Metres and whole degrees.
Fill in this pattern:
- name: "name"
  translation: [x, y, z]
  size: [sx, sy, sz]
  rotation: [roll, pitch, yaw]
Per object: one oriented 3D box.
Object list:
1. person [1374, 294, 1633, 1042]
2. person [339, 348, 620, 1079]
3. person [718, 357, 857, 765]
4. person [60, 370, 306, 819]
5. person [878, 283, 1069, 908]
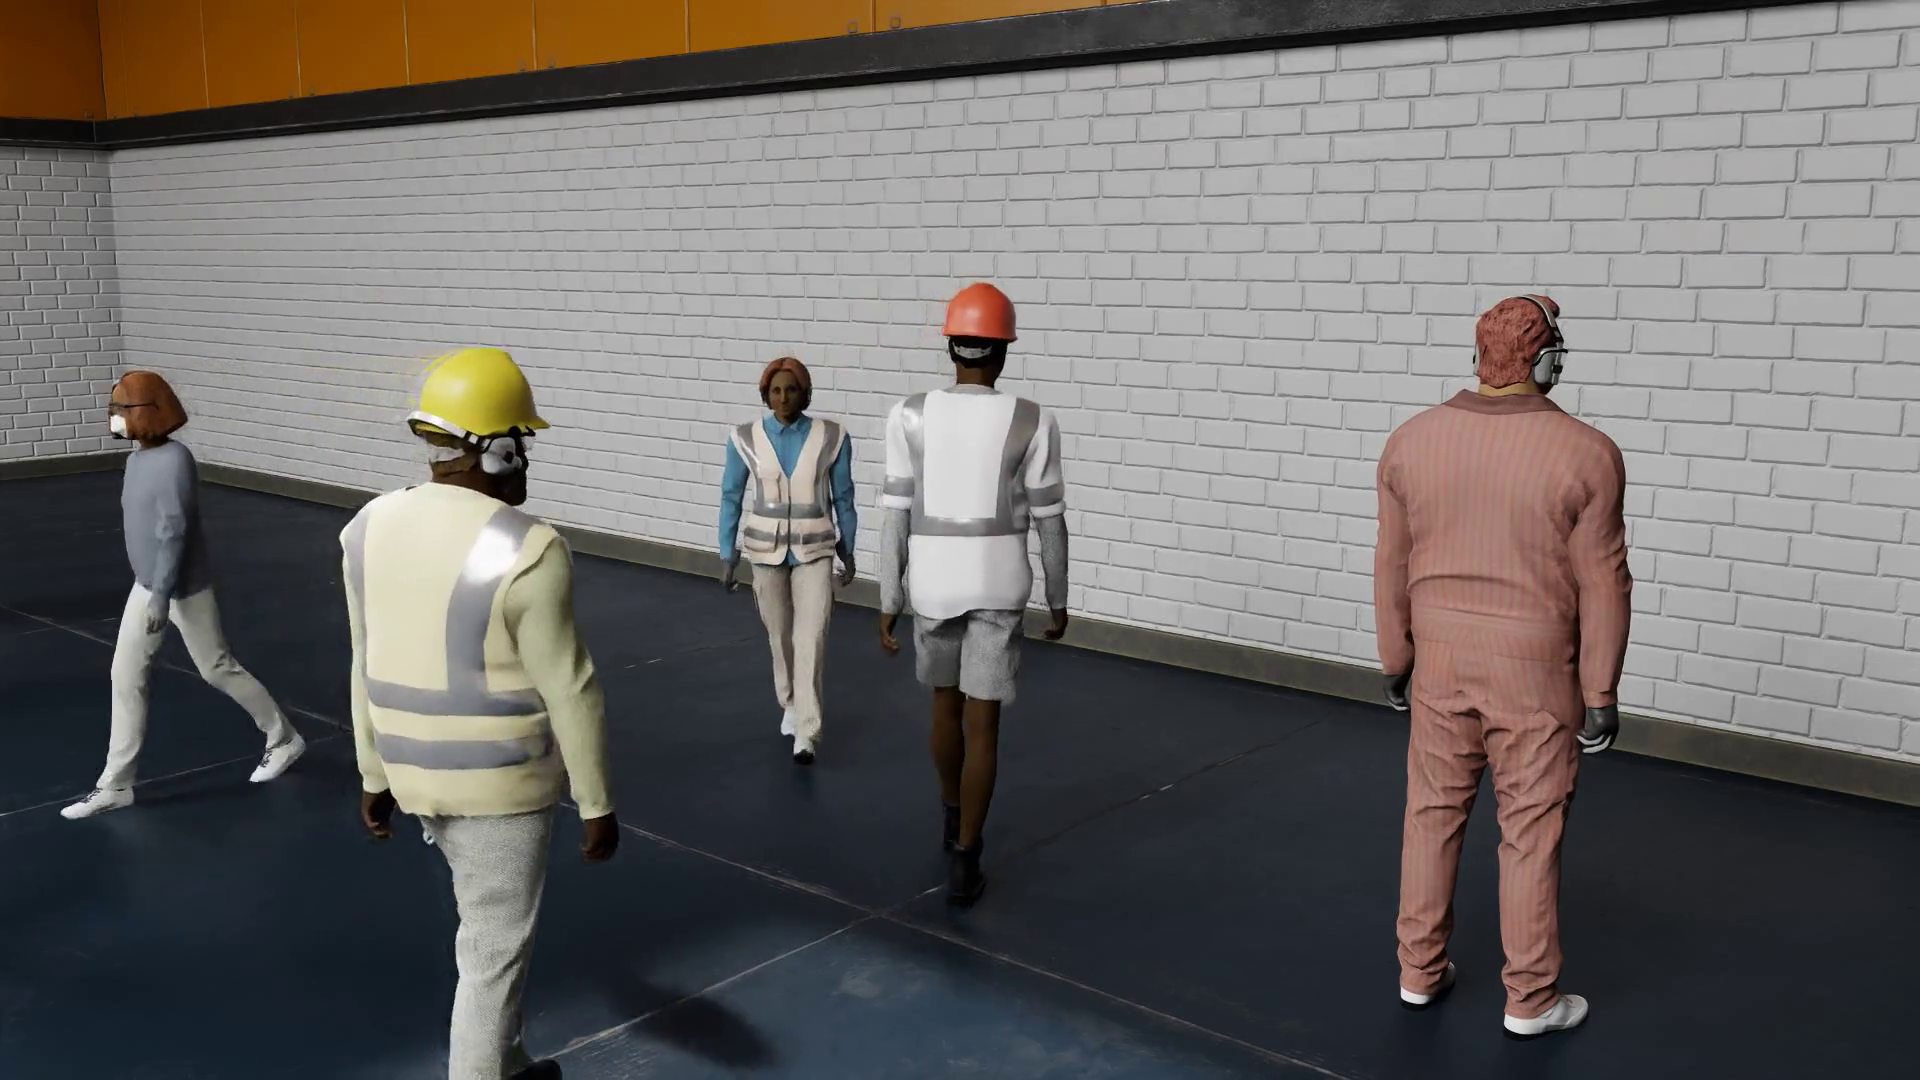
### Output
- name: "person"
  translation: [1.399, 0.327, 4.302]
  size: [0.655, 1.906, 0.407]
  rotation: [8, 13, 40]
- name: "person"
  translation: [-0.980, 0.487, 3.654]
  size: [0.616, 1.809, 0.618]
  rotation: [6, 12, 31]
- name: "person"
  translation: [-0.687, 0.075, 6.618]
  size: [0.543, 1.585, 0.870]
  rotation: [0, 10, -1]
- name: "person"
  translation: [-2.857, 0.169, 6.092]
  size: [0.496, 1.595, 0.853]
  rotation: [8, 13, 39]
- name: "person"
  translation: [0.068, 0.145, 5.334]
  size: [0.569, 1.901, 0.875]
  rotation: [2, 10, 12]
